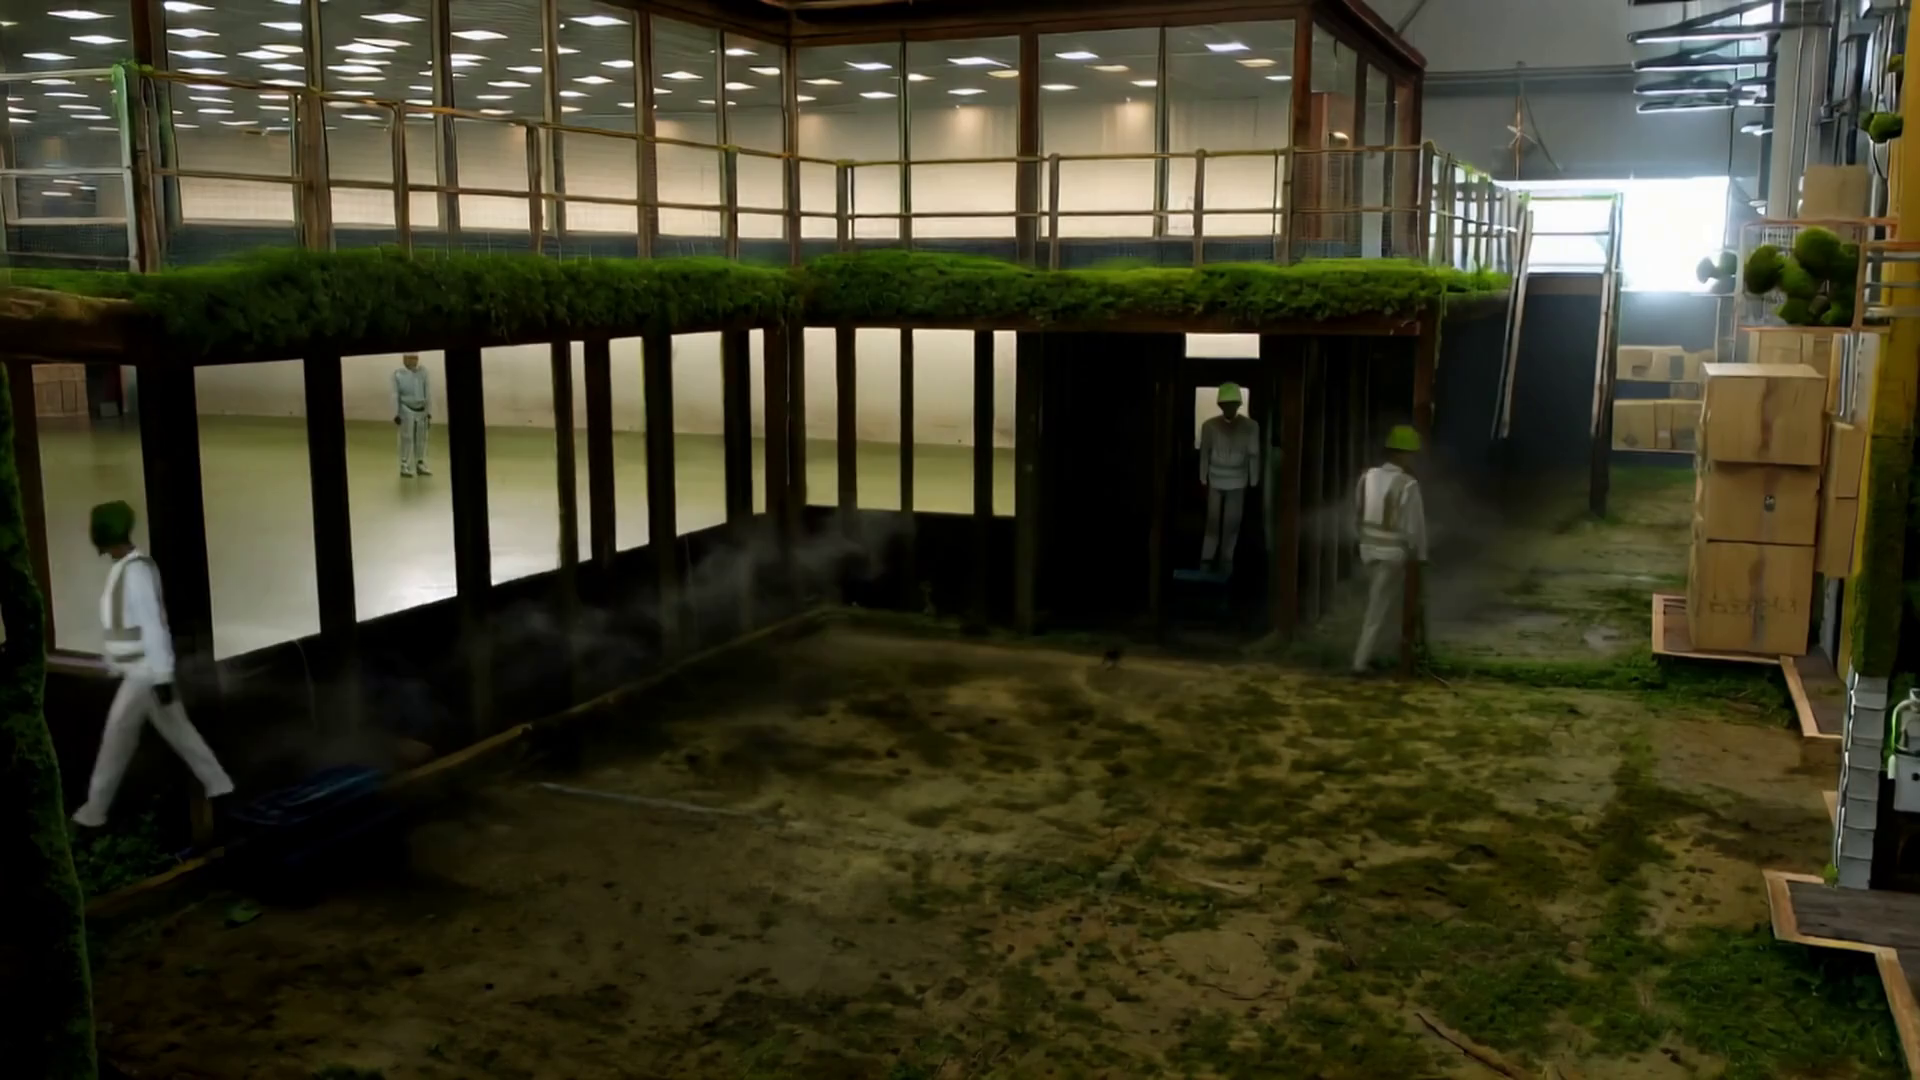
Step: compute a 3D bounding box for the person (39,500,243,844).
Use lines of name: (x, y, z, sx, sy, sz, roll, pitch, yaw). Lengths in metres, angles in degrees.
person: (-4.459, 0.693, 9.040, 1.013, 1.833, 0.596, -6, 11, -33)

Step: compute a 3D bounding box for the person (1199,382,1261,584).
person: (2.629, -0.559, 16.287, 0.614, 1.984, 0.408, 5, 10, 28)

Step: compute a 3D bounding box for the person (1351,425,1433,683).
person: (3.308, 0.101, 12.400, 0.899, 1.909, 0.652, -4, 10, -21)
